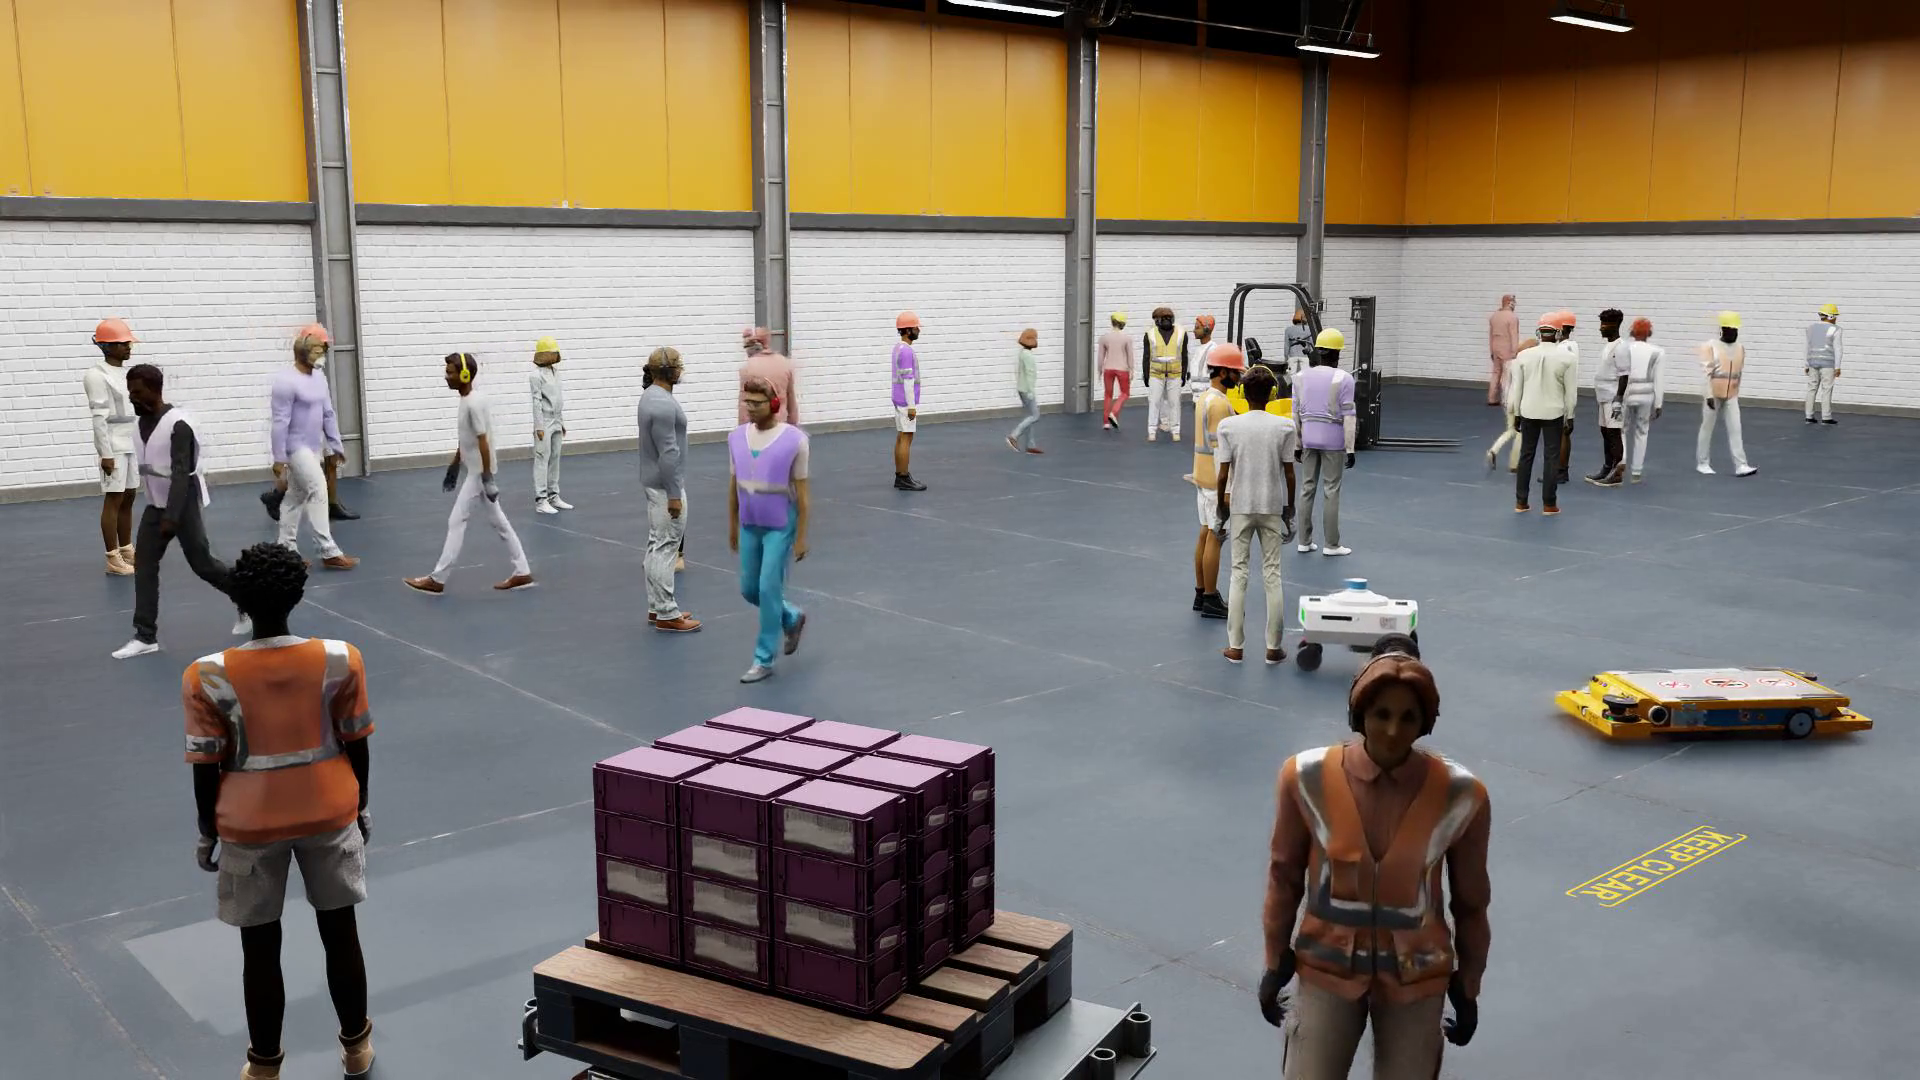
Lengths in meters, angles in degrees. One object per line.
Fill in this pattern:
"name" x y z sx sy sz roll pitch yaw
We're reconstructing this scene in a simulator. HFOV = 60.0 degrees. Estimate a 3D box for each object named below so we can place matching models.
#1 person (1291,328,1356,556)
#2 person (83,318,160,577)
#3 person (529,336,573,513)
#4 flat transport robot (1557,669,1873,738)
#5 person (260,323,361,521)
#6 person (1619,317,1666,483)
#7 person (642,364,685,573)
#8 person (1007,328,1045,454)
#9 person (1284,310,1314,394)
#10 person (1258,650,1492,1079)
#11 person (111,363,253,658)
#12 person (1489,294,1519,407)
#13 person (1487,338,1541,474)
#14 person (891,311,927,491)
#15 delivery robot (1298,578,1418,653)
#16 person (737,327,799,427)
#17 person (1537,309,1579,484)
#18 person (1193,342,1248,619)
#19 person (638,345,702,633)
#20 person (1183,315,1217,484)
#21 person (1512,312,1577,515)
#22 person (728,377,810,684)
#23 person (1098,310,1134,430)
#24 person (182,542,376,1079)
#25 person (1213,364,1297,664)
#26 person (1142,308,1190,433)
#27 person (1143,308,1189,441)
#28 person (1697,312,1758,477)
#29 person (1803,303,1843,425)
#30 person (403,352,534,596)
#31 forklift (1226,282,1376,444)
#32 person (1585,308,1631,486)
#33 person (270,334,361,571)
"person" 3.090 -0.825 14.097 0.594 1.926 0.368 9 13 42
"person" -6.669 -0.737 13.241 0.378 2.045 0.605 0 10 -2
"person" -4.065 -1.144 16.503 0.288 1.746 0.487 3 10 15
"flat transport robot" 4.071 0.872 9.010 1.431 0.197 0.652 -1 10 -5
"person" -6.202 -1.094 15.754 0.805 1.916 0.550 -3 10 -18
"person" 7.508 -1.547 18.492 0.596 1.867 0.547 4 11 23
"person" -2.390 -0.575 13.310 0.317 1.695 0.540 -5 11 -28
"person" 0.864 -1.891 21.231 0.465 1.622 0.523 -2 10 -9
"person" 5.709 -3.057 28.027 0.500 1.633 0.286 3 10 19
"person" 0.985 1.052 3.973 0.536 1.623 0.395 2 10 13
"person" -5.045 -0.224 10.775 0.578 1.871 0.977 5 11 28
"person" 9.192 -3.187 27.995 0.403 1.906 0.651 -3 10 -19
"person" 6.424 -1.531 19.191 0.510 1.607 0.539 -4 11 -23
"person" -0.561 -1.507 18.054 0.354 1.942 0.545 -2 10 -12
"delivery robot" 2.436 0.479 10.204 0.707 0.478 0.477 2 10 13
"person" -1.844 -1.089 15.831 0.405 1.878 0.750 8 12 39
"person" 6.701 -1.599 18.588 0.344 1.942 0.549 6 11 32
"person" 1.826 -0.417 11.691 0.359 1.936 0.544 -1 10 -3
"person" -1.981 -0.343 11.245 0.362 1.939 0.635 -3 10 -19
"person" 2.726 -1.560 18.534 0.356 1.883 0.573 -1 10 -7
"person" 5.753 -1.239 16.361 0.617 1.985 0.411 7 12 36
"person" -1.135 -0.082 10.065 0.568 1.825 0.669 6 11 30
"person" 2.256 -2.461 24.195 0.588 1.749 0.394 4 11 23
"person" -2.019 0.847 4.988 0.532 1.697 0.319 -6 11 -30
"person" 1.838 -0.158 10.360 0.521 1.874 0.327 2 10 9
"person" 2.958 -2.442 23.983 0.693 1.788 0.787 4 11 24
"person" 2.814 -2.260 22.796 0.621 1.835 0.430 0 10 3
"person" 8.824 -1.661 19.108 0.599 1.894 0.833 -2 10 -10
"person" 12.980 -2.636 24.998 0.404 1.827 0.590 -5 11 -27
"person" -3.690 -0.495 12.486 0.962 1.817 0.519 -3 10 -15
"forklift" 4.328 -2.346 22.227 2.313 2.155 1.214 3 10 16
"person" 7.192 -1.576 18.387 0.363 1.962 0.612 1 10 5
"person" -5.182 -0.698 13.421 0.873 1.900 0.628 1 10 3
